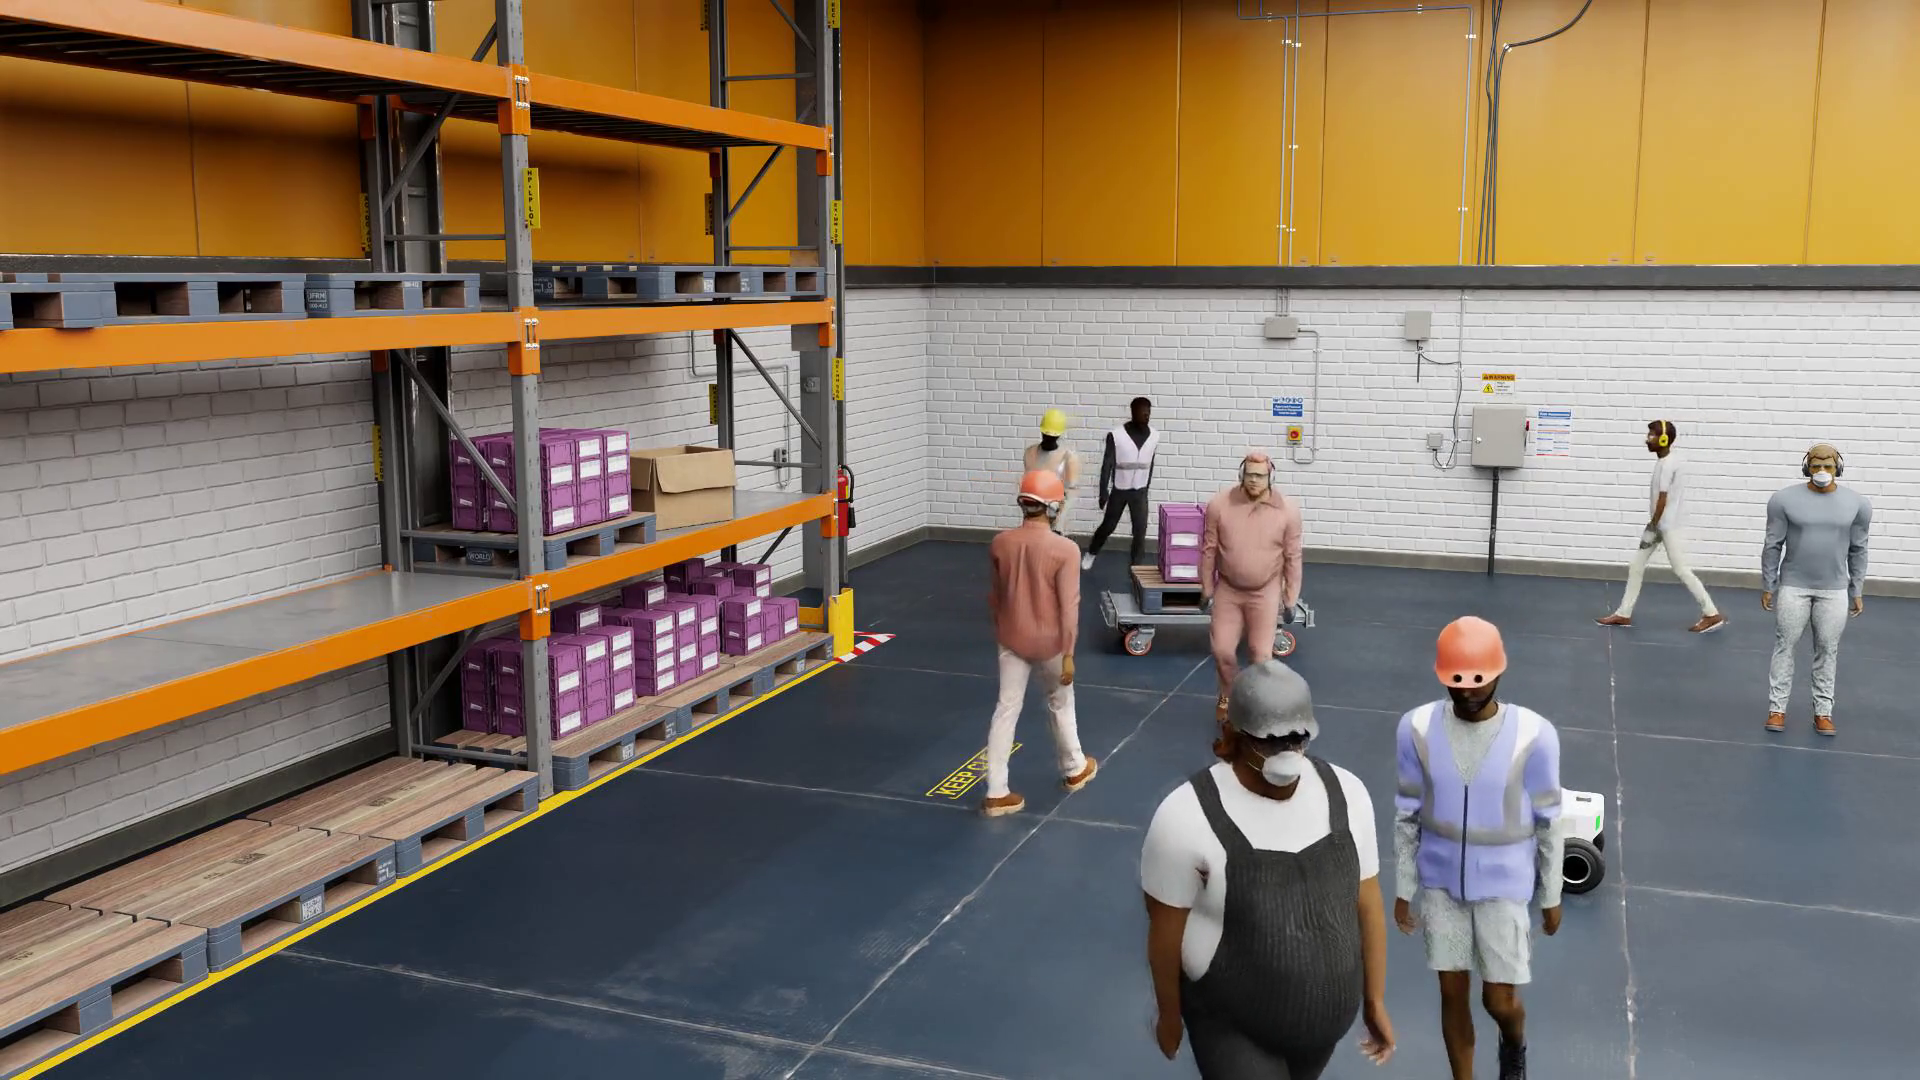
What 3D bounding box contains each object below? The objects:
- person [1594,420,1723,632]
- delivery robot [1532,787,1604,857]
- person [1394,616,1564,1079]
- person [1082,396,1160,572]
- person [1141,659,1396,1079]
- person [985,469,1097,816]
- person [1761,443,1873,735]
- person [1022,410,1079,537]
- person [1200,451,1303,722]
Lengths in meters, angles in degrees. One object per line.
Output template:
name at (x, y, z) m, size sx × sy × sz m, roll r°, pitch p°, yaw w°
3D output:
person at (6.044, -0.115, 14.170) m, size 0.998 × 1.822 × 0.507 m, roll 2°, pitch 9°, yaw 12°
delivery robot at (2.870, 1.381, 8.403) m, size 0.707 × 0.478 × 0.477 m, roll 3°, pitch 10°, yaw 20°
person at (1.776, 1.180, 5.751) m, size 0.559 × 1.906 × 0.552 m, roll 6°, pitch 11°, yaw 31°
person at (1.610, -0.514, 16.500) m, size 0.624 × 1.874 × 0.919 m, roll -4°, pitch 10°, yaw -23°
person at (0.876, 1.254, 4.842) m, size 0.680 × 2.000 × 1.058 m, roll -4°, pitch 10°, yaw -21°
person at (0.442, 0.561, 9.512) m, size 0.641 × 1.939 × 1.017 m, roll 6°, pitch 11°, yaw 33°
person at (5.642, 0.323, 11.005) m, size 0.635 × 1.939 × 0.362 m, roll 3°, pitch 10°, yaw 20°
person at (0.702, -0.170, 14.235) m, size 0.619 × 1.891 × 0.723 m, roll 7°, pitch 11°, yaw 38°
person at (1.918, 0.353, 10.972) m, size 0.670 × 1.888 × 0.430 m, roll 2°, pitch 9°, yaw 14°
